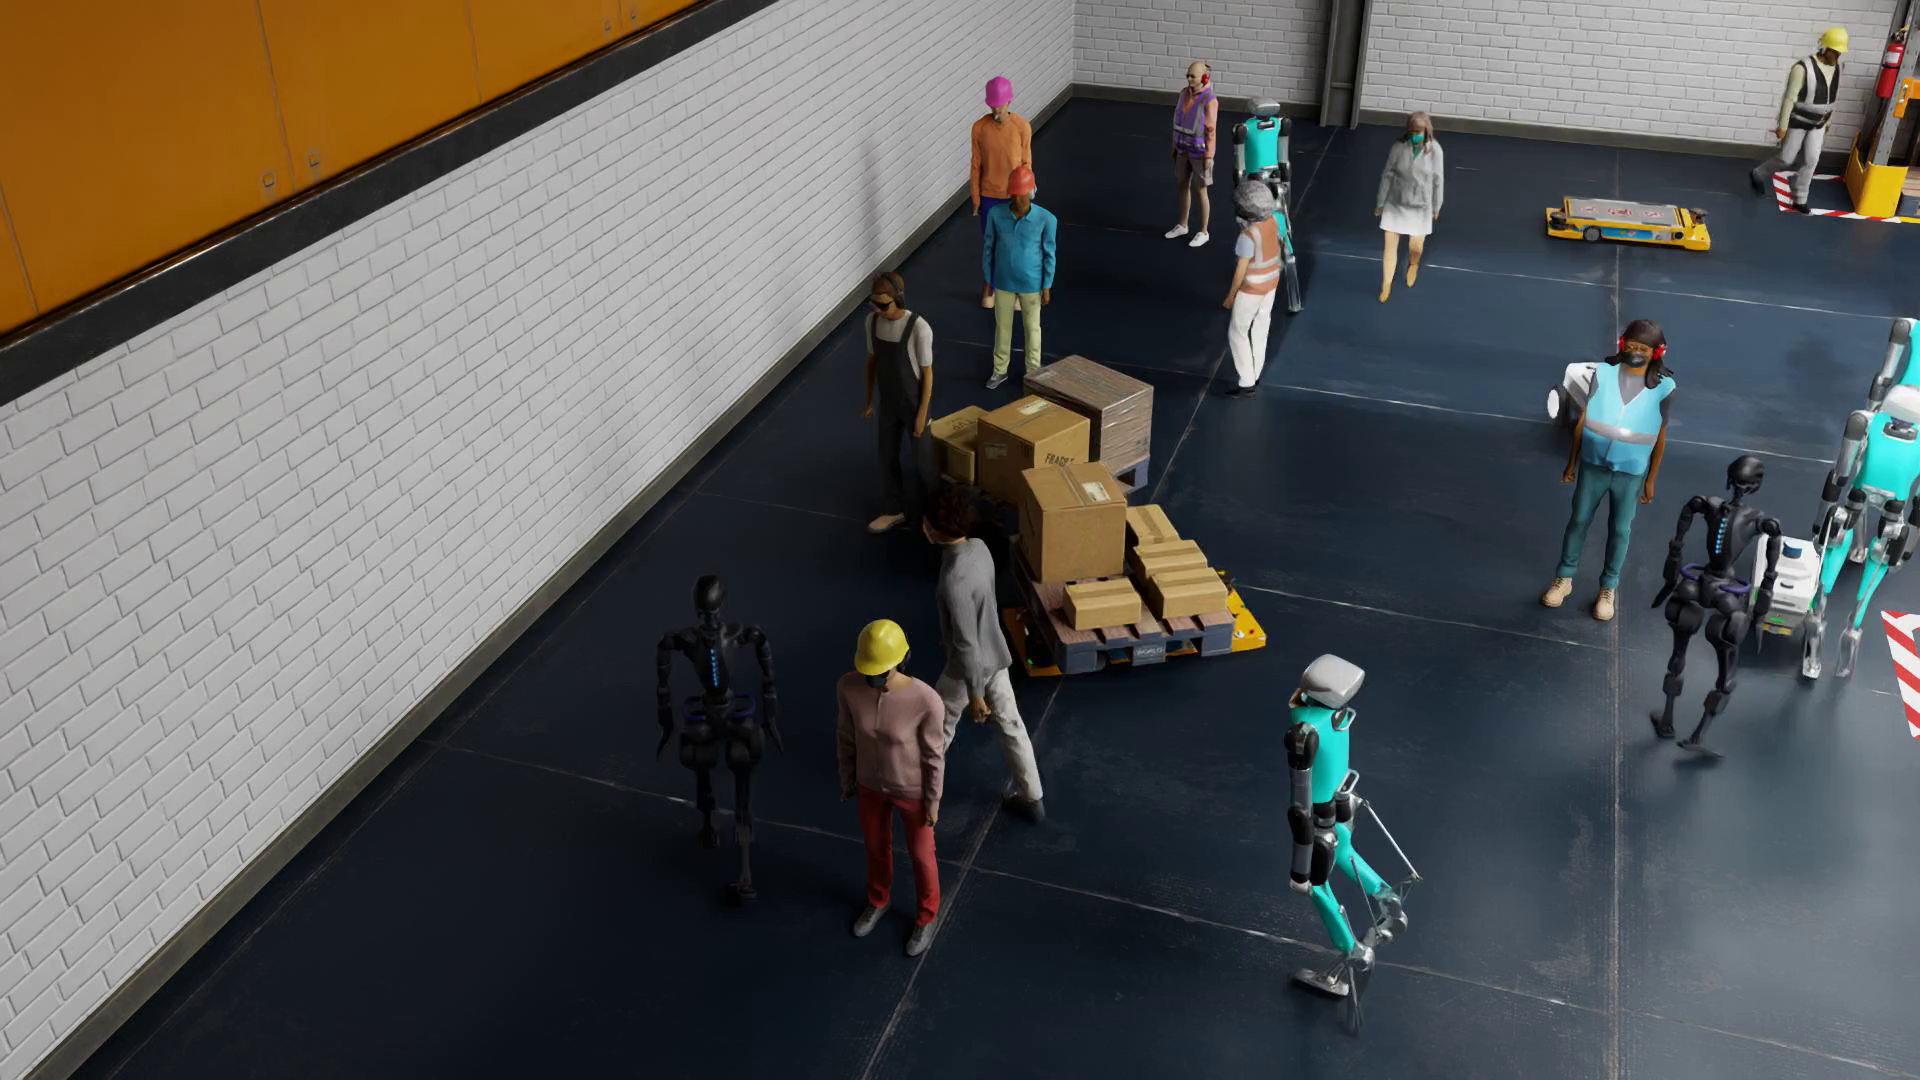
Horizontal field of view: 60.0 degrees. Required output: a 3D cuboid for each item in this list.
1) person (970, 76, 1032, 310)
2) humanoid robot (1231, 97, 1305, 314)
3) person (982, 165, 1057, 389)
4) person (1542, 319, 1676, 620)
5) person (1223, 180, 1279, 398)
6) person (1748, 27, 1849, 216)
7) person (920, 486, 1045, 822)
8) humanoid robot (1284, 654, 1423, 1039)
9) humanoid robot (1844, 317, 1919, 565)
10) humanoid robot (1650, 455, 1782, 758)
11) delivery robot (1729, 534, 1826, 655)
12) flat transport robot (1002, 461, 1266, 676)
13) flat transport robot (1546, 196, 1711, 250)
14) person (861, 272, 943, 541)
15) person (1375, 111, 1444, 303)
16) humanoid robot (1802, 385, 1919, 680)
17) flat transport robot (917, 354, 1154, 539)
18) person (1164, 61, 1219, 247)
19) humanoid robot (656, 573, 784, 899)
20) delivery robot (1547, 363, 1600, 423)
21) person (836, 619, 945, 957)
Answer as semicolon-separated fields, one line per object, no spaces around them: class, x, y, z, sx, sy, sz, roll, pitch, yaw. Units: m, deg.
person;0.337;-2.880;13.854;0.511;1.973;0.402;3;31;6
humanoid robot;2.626;-2.701;13.770;0.599;1.775;0.873;-12;32;-19
person;0.433;-1.956;12.485;0.561;1.753;0.320;9;32;14
person;3.829;-0.423;9.769;0.538;1.865;0.374;16;34;25
person;2.191;-1.885;12.459;0.576;1.669;0.340;-27;40;-37
person;8.126;-4.088;16.079;0.637;1.794;0.716;-9;32;-15
person;0.005;0.574;8.097;0.975;1.837;0.572;12;33;20
humanoid robot;1.681;1.369;6.960;0.760;1.897;0.545;16;34;25
humanoid robot;5.781;-0.609;10.208;0.544;1.727;0.989;21;36;31
humanoid robot;3.887;0.348;8.649;0.455;1.647;0.609;-27;40;-38
delivery robot;4.872;0.281;9.857;0.499;0.586;0.773;13;33;21
flat transport robot;1.017;0.476;9.815;1.431;0.231;0.659;-7;31;-11
flat transport robot;6.303;-2.994;15.720;1.431;0.231;0.659;8;31;13
person;-0.340;-0.853;10.540;0.645;1.824;0.471;21;37;32
person;3.816;-2.852;14.109;0.534;1.646;0.495;11;32;17
humanoid robot;4.886;0.071;9.052;0.542;1.800;0.722;19;36;30
flat transport robot;0.448;-0.274;11.092;0.659;0.231;1.431;-26;39;-37
person;2.147;-3.542;15.252;0.348;1.687;0.493;-21;36;-31
humanoid robot;-1.129;0.897;7.753;0.600;1.635;0.733;-4;31;-8
delivery robot;4.633;-1.001;12.059;0.499;0.608;0.801;-1;30;-1
person;-0.307;1.086;7.310;0.516;1.756;0.343;12;33;19
